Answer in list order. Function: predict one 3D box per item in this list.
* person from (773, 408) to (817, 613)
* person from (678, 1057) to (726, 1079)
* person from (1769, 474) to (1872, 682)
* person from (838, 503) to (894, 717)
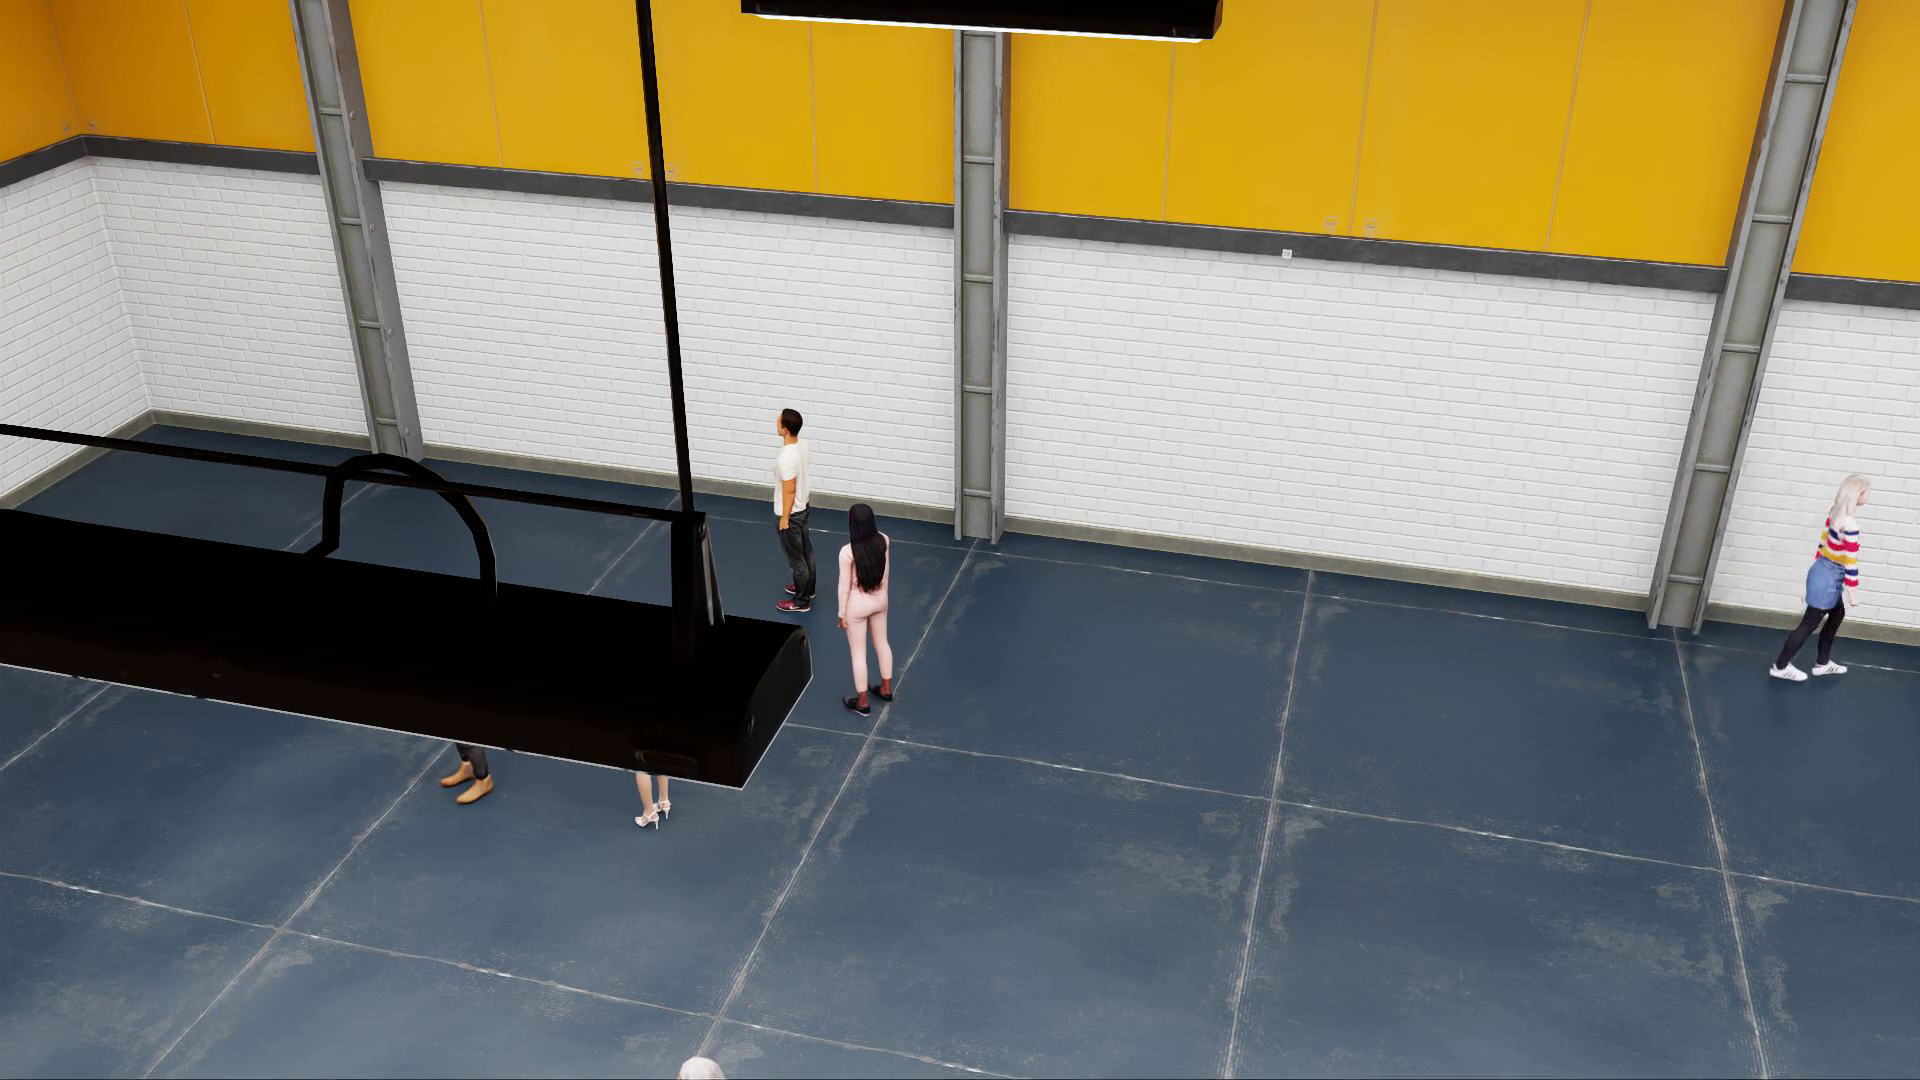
[{"bbox_3d":[-1.377,-0.259,13.810,0.536,1.804,0.650,5,29,10],"label":"person"},{"bbox_3d":[-1.131,3.070,7.818,0.554,1.697,0.607,8,30,14],"label":"person"},{"bbox_3d":[6.567,0.310,12.774,0.788,1.788,0.657,8,30,15],"label":"person"},{"bbox_3d":[-0.700,0.506,12.487,0.685,1.718,0.693,-24,37,-36],"label":"person"}]
